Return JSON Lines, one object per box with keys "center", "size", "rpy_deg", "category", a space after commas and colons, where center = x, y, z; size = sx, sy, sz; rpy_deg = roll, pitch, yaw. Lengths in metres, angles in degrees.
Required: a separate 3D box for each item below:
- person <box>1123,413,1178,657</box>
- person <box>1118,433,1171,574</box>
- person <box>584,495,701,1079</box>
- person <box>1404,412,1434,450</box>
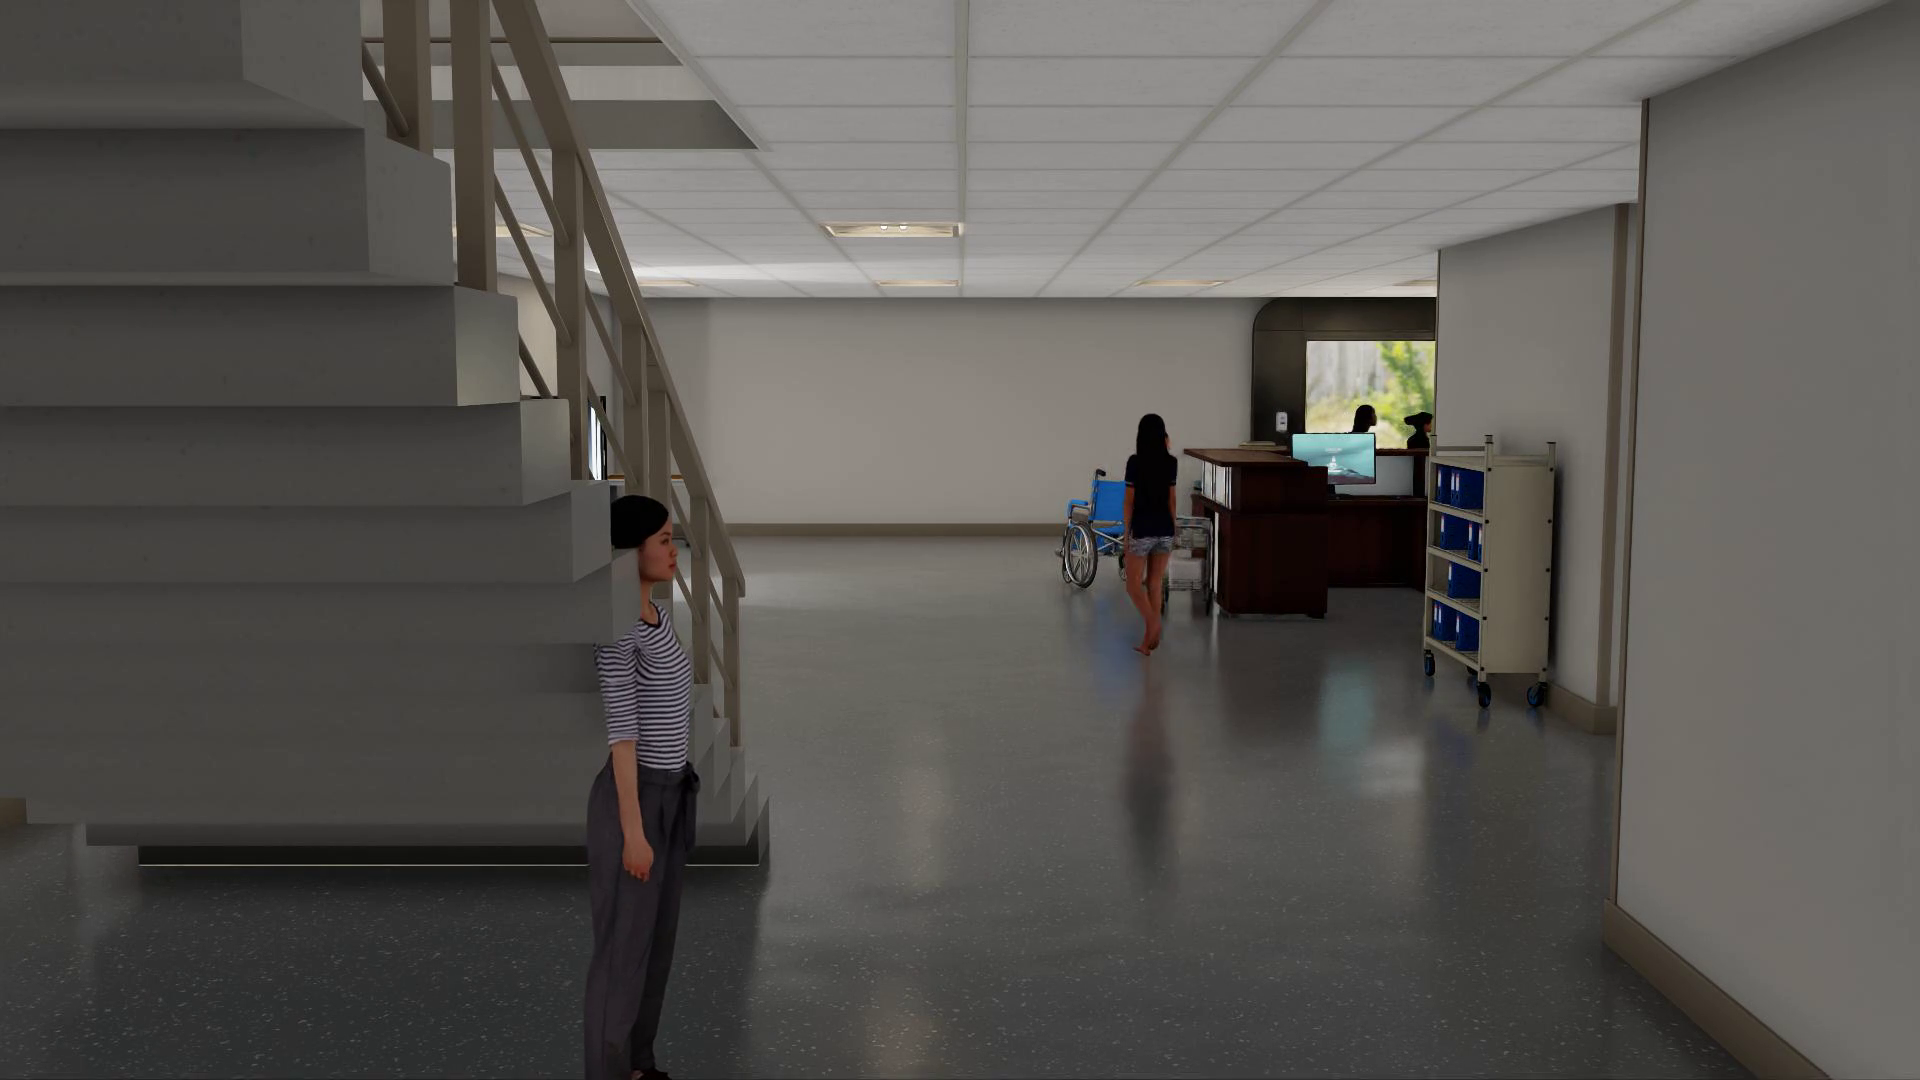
{"center": [1.381, -0.012, 11.875], "size": [0.706, 1.752, 0.913], "rpy_deg": [-2, 6, -15], "category": "person"}
{"center": [1.935, -0.357, 16.840], "size": [0.587, 1.444, 0.822], "rpy_deg": [0, 6, -2], "category": "person"}
{"center": [-0.887, 0.740, 4.503], "size": [0.675, 1.732, 0.478], "rpy_deg": [1, 6, 5], "category": "person"}
{"center": [4.901, -0.550, 17.862], "size": [0.760, 1.623, 0.871], "rpy_deg": [-2, 6, -15], "category": "person"}
